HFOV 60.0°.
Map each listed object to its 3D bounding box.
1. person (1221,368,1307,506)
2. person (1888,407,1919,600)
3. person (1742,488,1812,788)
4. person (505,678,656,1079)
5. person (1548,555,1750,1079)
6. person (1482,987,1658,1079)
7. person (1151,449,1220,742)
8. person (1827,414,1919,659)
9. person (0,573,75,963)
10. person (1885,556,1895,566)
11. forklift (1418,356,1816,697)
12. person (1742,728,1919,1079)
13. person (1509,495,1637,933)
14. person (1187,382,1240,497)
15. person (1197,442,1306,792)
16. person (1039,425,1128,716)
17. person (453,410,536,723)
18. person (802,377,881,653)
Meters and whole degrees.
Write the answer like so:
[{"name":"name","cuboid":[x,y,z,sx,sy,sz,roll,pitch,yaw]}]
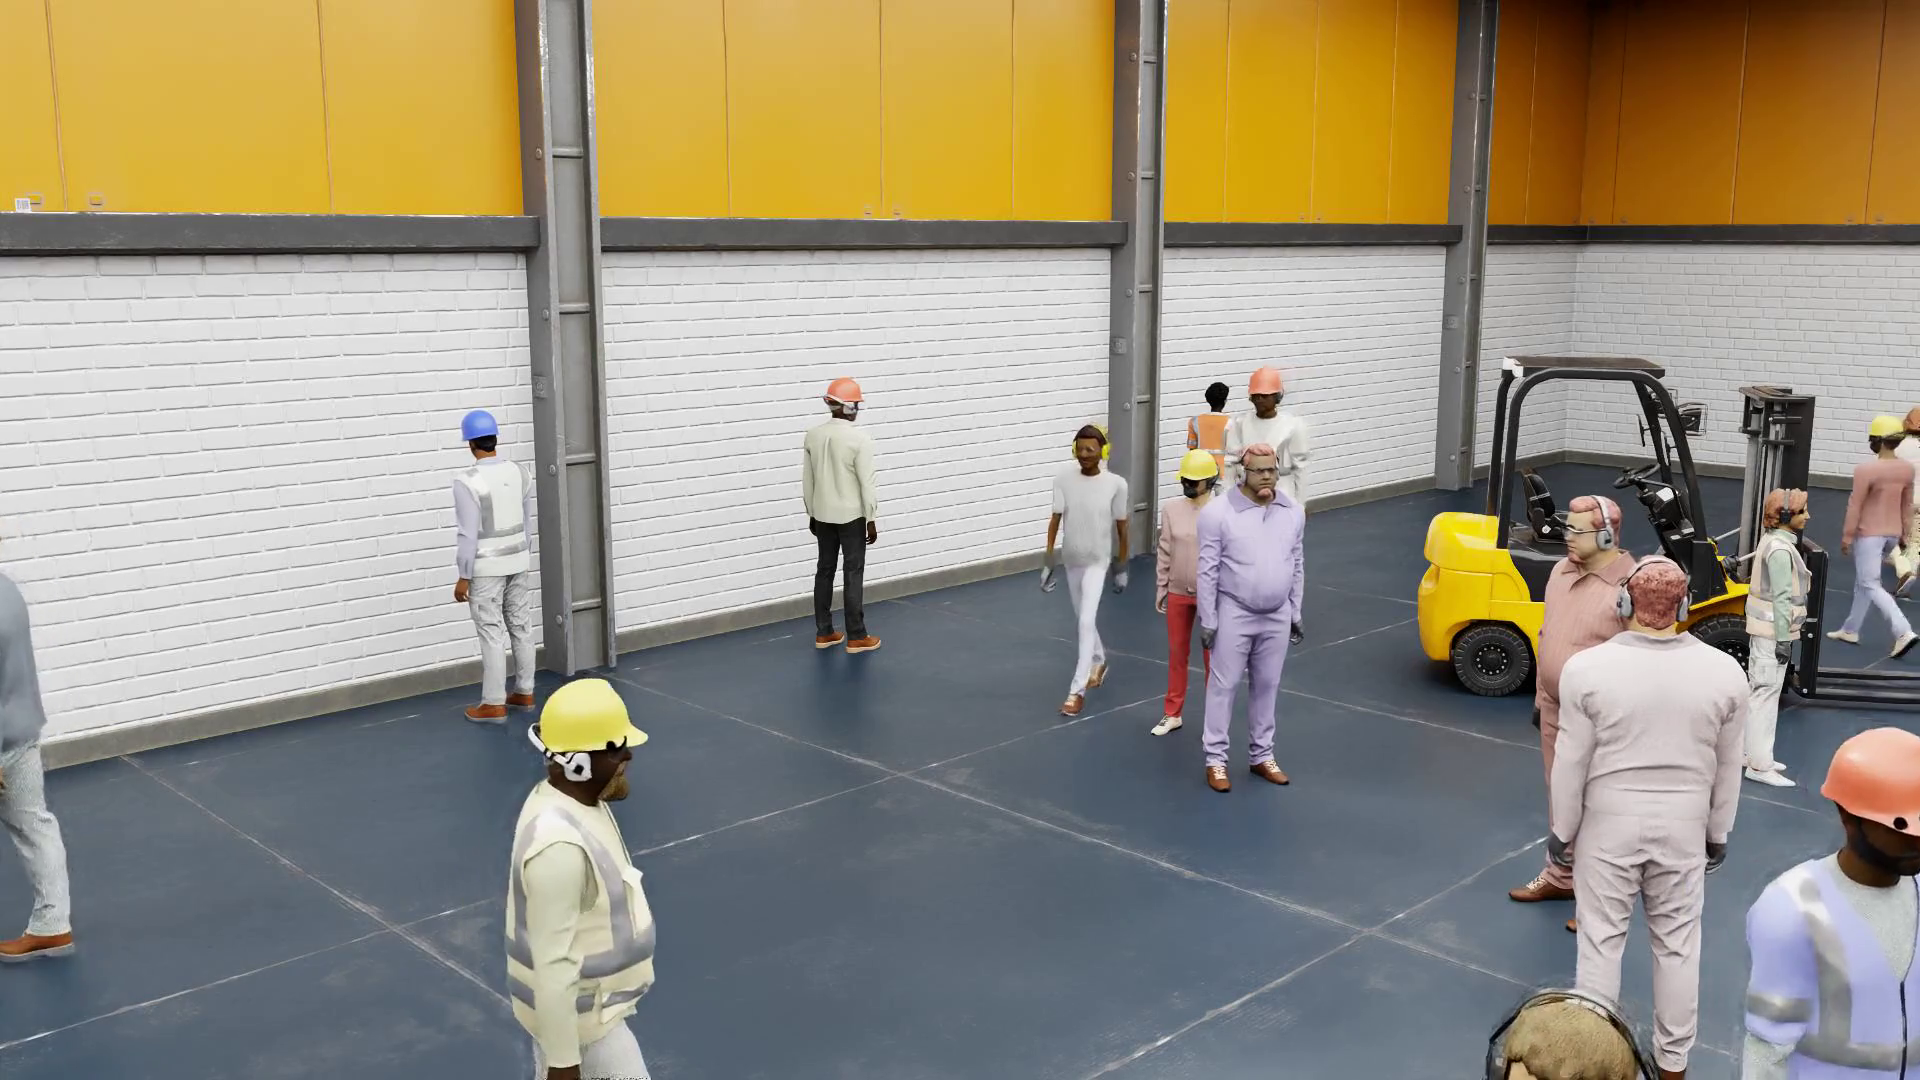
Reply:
[{"name":"person","cuboid":[2.260,-0.292,12.612,0.610,2.005,0.911,6,12,32]},{"name":"person","cuboid":[7.808,-0.283,13.635,0.515,1.615,0.462,2,10,8]},{"name":"person","cuboid":[4.493,0.524,9.179,0.307,1.641,0.514,4,11,18]},{"name":"person","cuboid":[-0.924,1.267,4.651,0.732,1.809,0.621,-2,11,-12]},{"name":"person","cuboid":[2.394,0.998,5.873,0.640,1.908,0.409,1,10,5]},{"name":"person","cuboid":[0.914,1.582,2.653,0.638,1.924,0.745,7,12,34]},{"name":"person","cuboid":[1.403,0.331,9.906,0.523,1.762,0.329,6,12,31]},{"name":"person","cuboid":[6.647,-0.037,11.972,0.529,1.734,0.816,-4,11,-19]},{"name":"person","cuboid":[-4.071,0.828,6.758,0.770,1.913,0.662,-3,11,-15]},{"name":"person","cuboid":[8.693,-0.654,14.767,0.662,1.941,1.012,-2,11,-11]},{"name":"forklift","cuboid":[4.276,-0.101,11.076,2.313,2.155,1.214,2,11,13]},{"name":"person","cuboid":[2.081,1.356,3.869,0.583,1.921,0.409,-3,11,-15]},{"name":"person","cuboid":[2.713,0.746,7.247,0.402,1.904,0.652,-4,11,-19]},{"name":"person","cuboid":[2.309,-0.588,15.114,0.533,1.690,0.321,5,12,26]},{"name":"person","cuboid":[1.600,0.415,9.051,0.643,1.908,0.399,-3,11,-17]},{"name":"person","cuboid":[0.828,0.146,10.764,0.509,1.829,0.989,5,11,24]},{"name":"person","cuboid":[-2.896,0.165,10.319,0.402,1.940,0.602,6,12,29]},{"name":"person","cuboid":[-0.848,-0.182,12.069,0.622,1.990,0.395,7,12,33]}]
